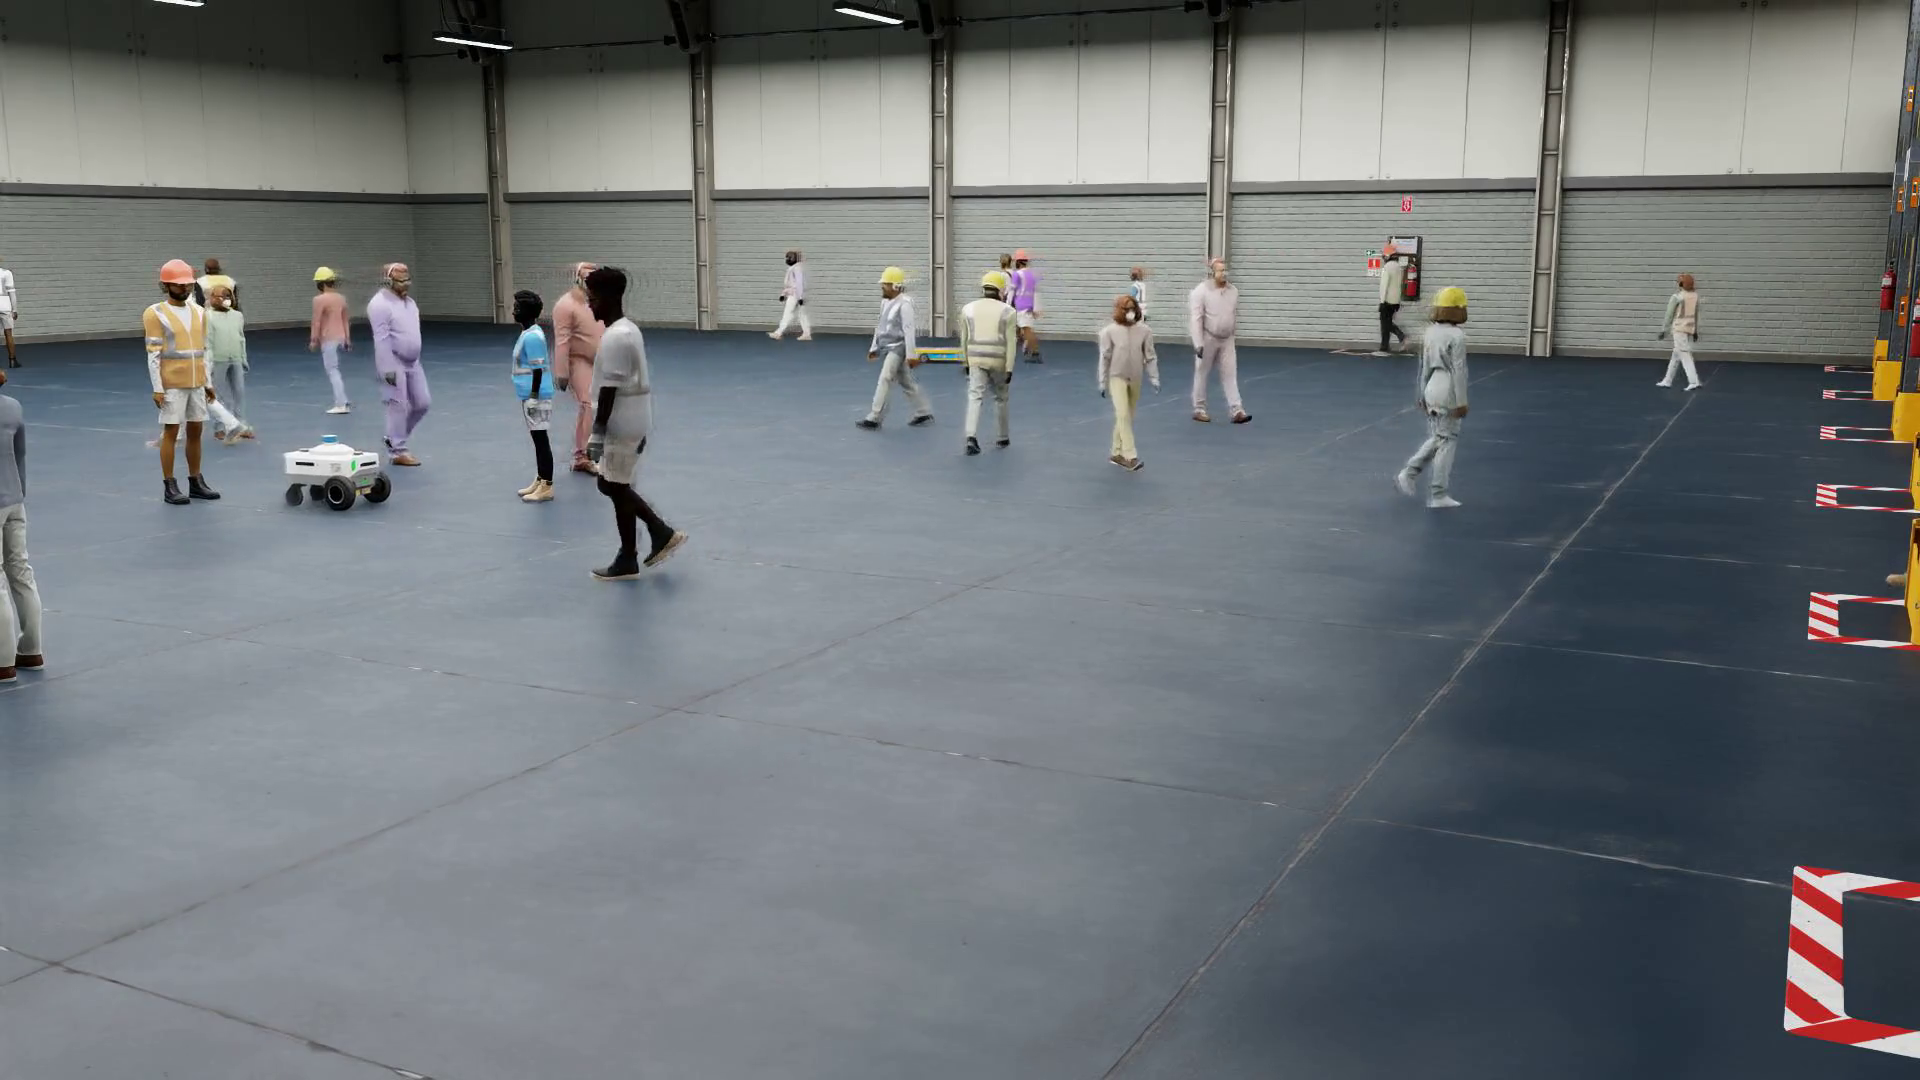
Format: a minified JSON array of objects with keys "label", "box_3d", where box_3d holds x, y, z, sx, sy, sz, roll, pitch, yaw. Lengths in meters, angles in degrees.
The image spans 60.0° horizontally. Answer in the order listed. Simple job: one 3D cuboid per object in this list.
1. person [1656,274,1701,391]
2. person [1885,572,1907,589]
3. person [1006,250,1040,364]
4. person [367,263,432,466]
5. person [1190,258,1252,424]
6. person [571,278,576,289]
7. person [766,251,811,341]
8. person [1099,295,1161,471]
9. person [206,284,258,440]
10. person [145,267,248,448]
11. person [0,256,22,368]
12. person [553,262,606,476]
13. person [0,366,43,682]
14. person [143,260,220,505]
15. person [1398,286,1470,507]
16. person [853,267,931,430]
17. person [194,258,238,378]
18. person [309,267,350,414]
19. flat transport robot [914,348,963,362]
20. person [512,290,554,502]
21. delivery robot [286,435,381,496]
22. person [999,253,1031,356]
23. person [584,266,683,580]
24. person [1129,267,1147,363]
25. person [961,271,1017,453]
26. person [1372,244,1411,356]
[{"label":"person","box_3d":[10.006,-2.872,23.000,0.517,1.600,0.851,-5,12,-25]},{"label":"person","box_3d":[6.175,-0.594,10.060,0.965,1.799,0.648,0,10,0]},{"label":"person","box_3d":[0.974,-3.900,27.849,1.017,1.874,0.552,7,13,34]},{"label":"person","box_3d":[-5.165,-1.615,15.391,0.422,1.880,0.643,4,11,19]},{"label":"person","box_3d":[2.935,-2.230,18.771,0.665,1.856,0.971,-5,11,-24]},{"label":"person","box_3d":[-6.985,-4.279,30.652,0.675,1.622,0.527,7,13,35]},{"label":"person","box_3d":[-3.461,-4.931,33.689,0.959,1.791,0.622,-2,11,-11]},{"label":"person","box_3d":[1.543,-1.423,15.109,0.521,1.583,0.853,-4,11,-20]},{"label":"person","box_3d":[-7.655,-1.856,17.392,0.319,1.633,0.505,6,12,30]},{"label":"person","box_3d":[-7.706,-1.833,16.685,0.929,1.850,0.581,-4,11,-19]},{"label":"person","box_3d":[-15.432,-3.719,26.690,0.545,1.941,0.351,-3,11,-16]},{"label":"person","box_3d":[-3.253,-1.518,14.819,0.648,1.883,0.662,4,11,21]},{"label":"person","box_3d":[-4.648,-0.132,7.961,0.286,1.633,0.499,1,10,5]},{"label":"person","box_3d":[-6.187,-1.258,13.273,0.376,1.936,0.549,5,12,27]},{"label":"person","box_3d":[3.757,-1.109,13.016,0.437,1.736,0.483,-3,11,-17]},{"label":"person","box_3d":[-0.718,-2.106,18.340,0.950,1.788,0.582,-4,11,-19]},{"label":"person","box_3d":[-11.014,-3.283,24.707,0.639,1.801,0.948,-10,14,-44]},{"label":"person","box_3d":[-7.546,-2.374,19.879,0.464,1.752,0.527,2,11,13]},{"label":"flat transport robot","box_3d":[-0.257,-3.125,28.000,1.431,0.197,0.652,1,10,4]},{"label":"person","box_3d":[-3.431,-1.155,13.367,0.321,1.697,0.530,-3,11,-17]},{"label":"delivery robot","box_3d":[-4.957,-0.587,13.133,0.707,0.478,0.477,4,11,20]},{"label":"person","box_3d":[0.869,-4.039,28.756,0.653,1.825,0.515,8,13,38]},{"label":"person","box_3d":[-2.070,-0.704,10.241,0.499,1.944,0.603,-1,10,-5]},{"label":"person","box_3d":[2.889,-3.746,27.754,0.848,1.587,0.540,4,11,20]},{"label":"person","box_3d":[0.270,-1.753,16.404,0.589,1.792,0.909,2,11,13]},{"label":"person","box_3d":[7.584,-4.204,29.212,0.561,1.980,0.637,9,13,39]}]
